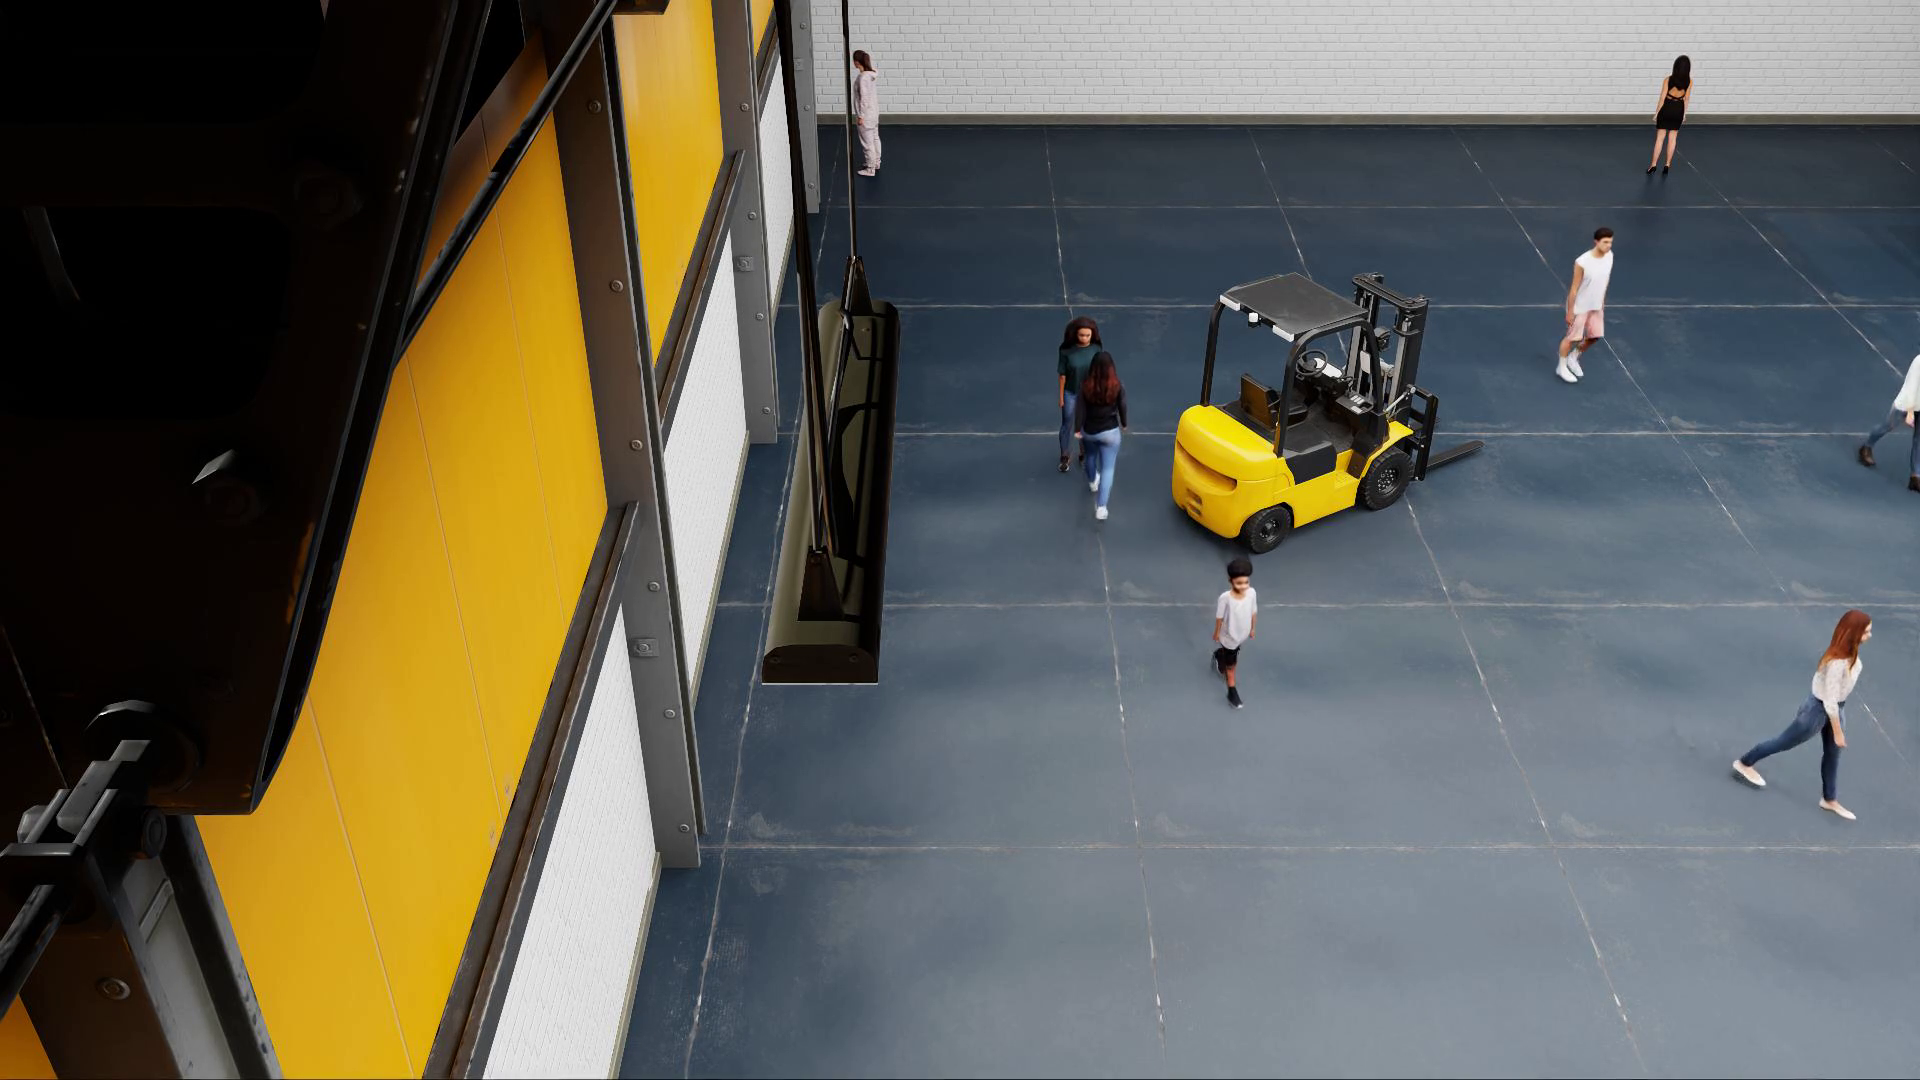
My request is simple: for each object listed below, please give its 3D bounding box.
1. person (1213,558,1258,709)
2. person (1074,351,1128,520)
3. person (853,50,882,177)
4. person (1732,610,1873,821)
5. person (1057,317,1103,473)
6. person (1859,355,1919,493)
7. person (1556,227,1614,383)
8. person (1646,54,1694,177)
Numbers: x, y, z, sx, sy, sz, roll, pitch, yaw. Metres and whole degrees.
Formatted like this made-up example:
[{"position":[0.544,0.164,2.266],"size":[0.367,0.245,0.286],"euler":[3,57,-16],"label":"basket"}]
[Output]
[{"position":[2.174,0.668,13.267],"size":[0.624,1.244,0.912],"euler":[-8,35,-12],"label":"person"},{"position":[1.306,-0.948,15.382],"size":[0.766,1.595,1.152],"euler":[6,34,8],"label":"person"},{"position":[-1.248,-5.818,22.626],"size":[0.753,1.688,0.596],"euler":[9,35,13],"label":"person"},{"position":[6.141,1.208,12.053],"size":[1.064,1.691,1.145],"euler":[-28,43,-35],"label":"person"},{"position":[1.148,-1.427,16.084],"size":[0.629,1.616,0.628],"euler":[-5,34,-7],"label":"person"},{"position":[9.057,-1.313,15.930],"size":[0.789,1.596,1.210],"euler":[-8,35,-12],"label":"person"},{"position":[6.568,-2.533,17.606],"size":[0.796,1.773,0.800],"euler":[-13,36,-19],"label":"person"},{"position":[9.653,-5.766,22.582],"size":[0.592,1.650,0.528],"euler":[5,34,8],"label":"person"}]
